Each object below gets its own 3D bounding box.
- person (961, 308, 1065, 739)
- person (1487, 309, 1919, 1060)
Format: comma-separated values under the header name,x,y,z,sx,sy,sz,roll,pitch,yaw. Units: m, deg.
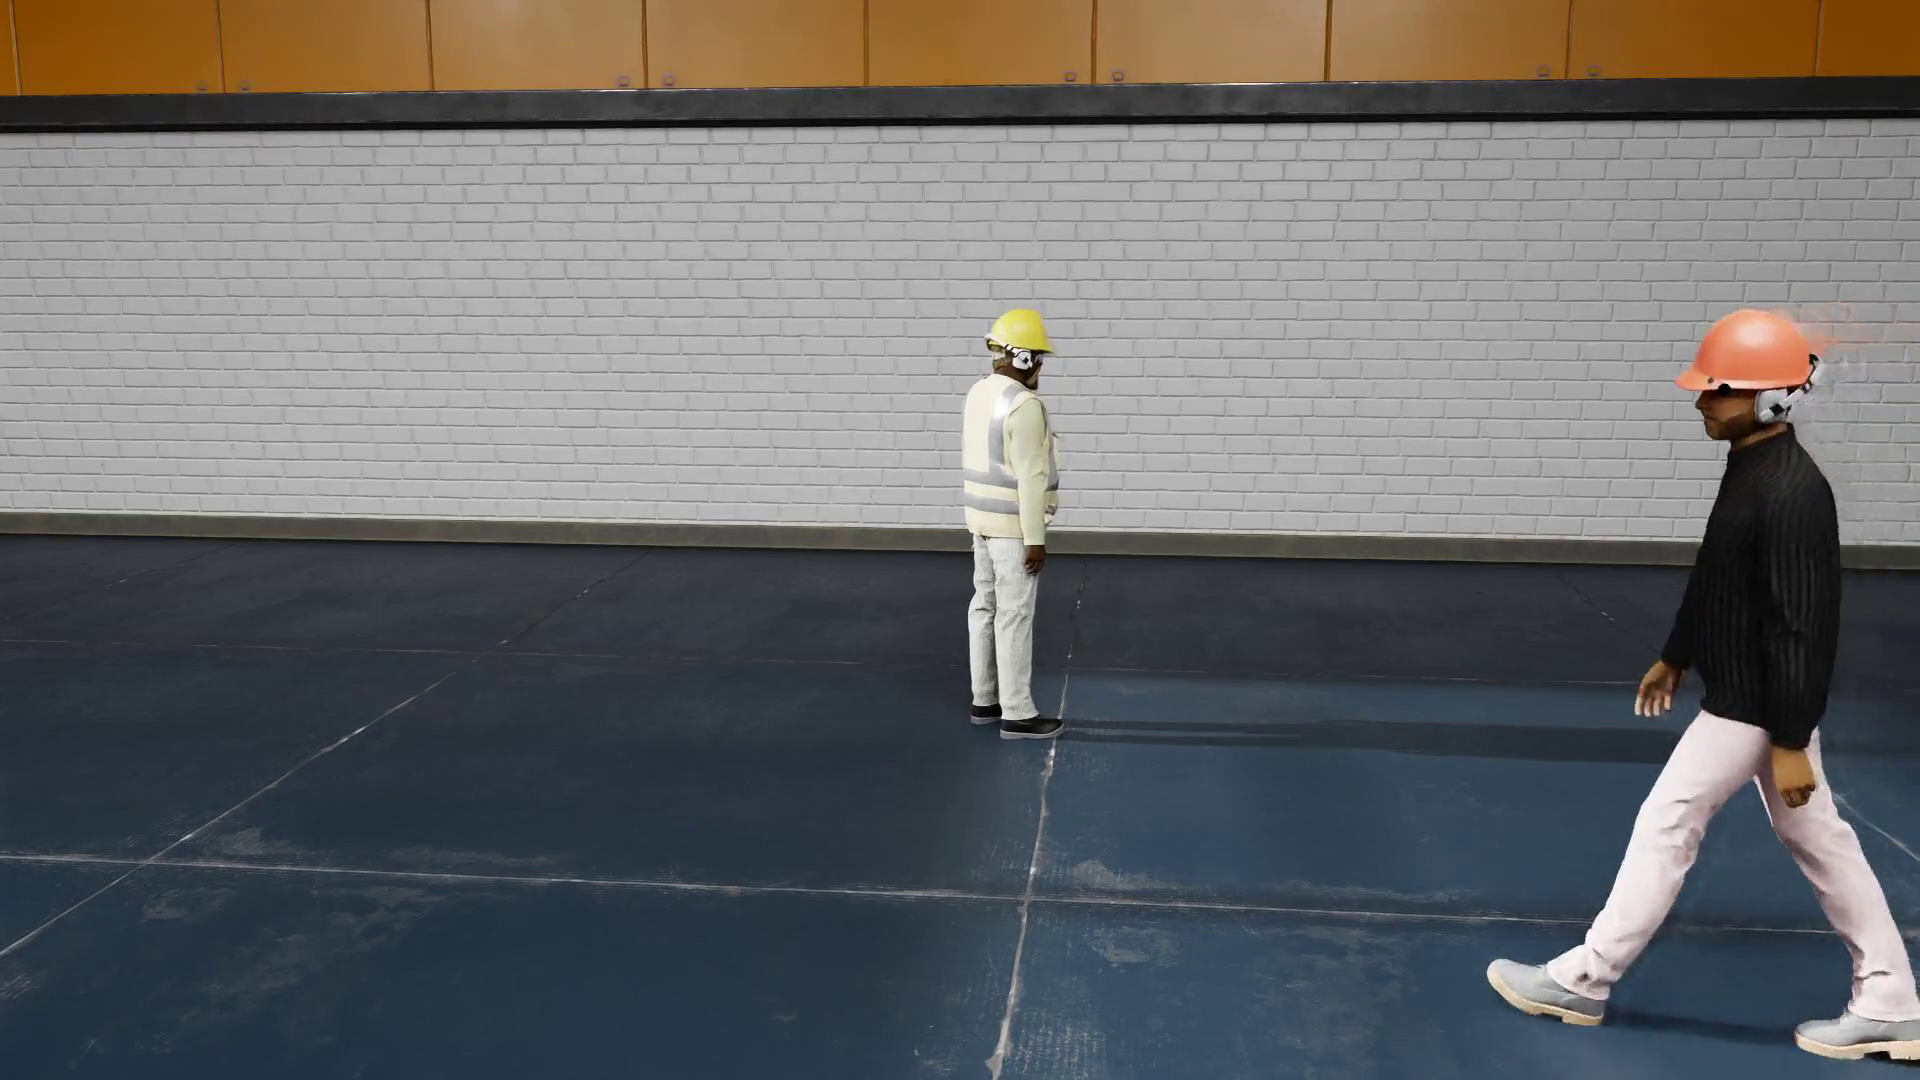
name,x,y,z,sx,sy,sz,roll,pitch,yaw
person,0.222,-0.071,7.129,0.404,1.827,0.591,-5,11,-24
person,2.000,0.385,4.239,1.082,1.937,0.618,5,11,26
